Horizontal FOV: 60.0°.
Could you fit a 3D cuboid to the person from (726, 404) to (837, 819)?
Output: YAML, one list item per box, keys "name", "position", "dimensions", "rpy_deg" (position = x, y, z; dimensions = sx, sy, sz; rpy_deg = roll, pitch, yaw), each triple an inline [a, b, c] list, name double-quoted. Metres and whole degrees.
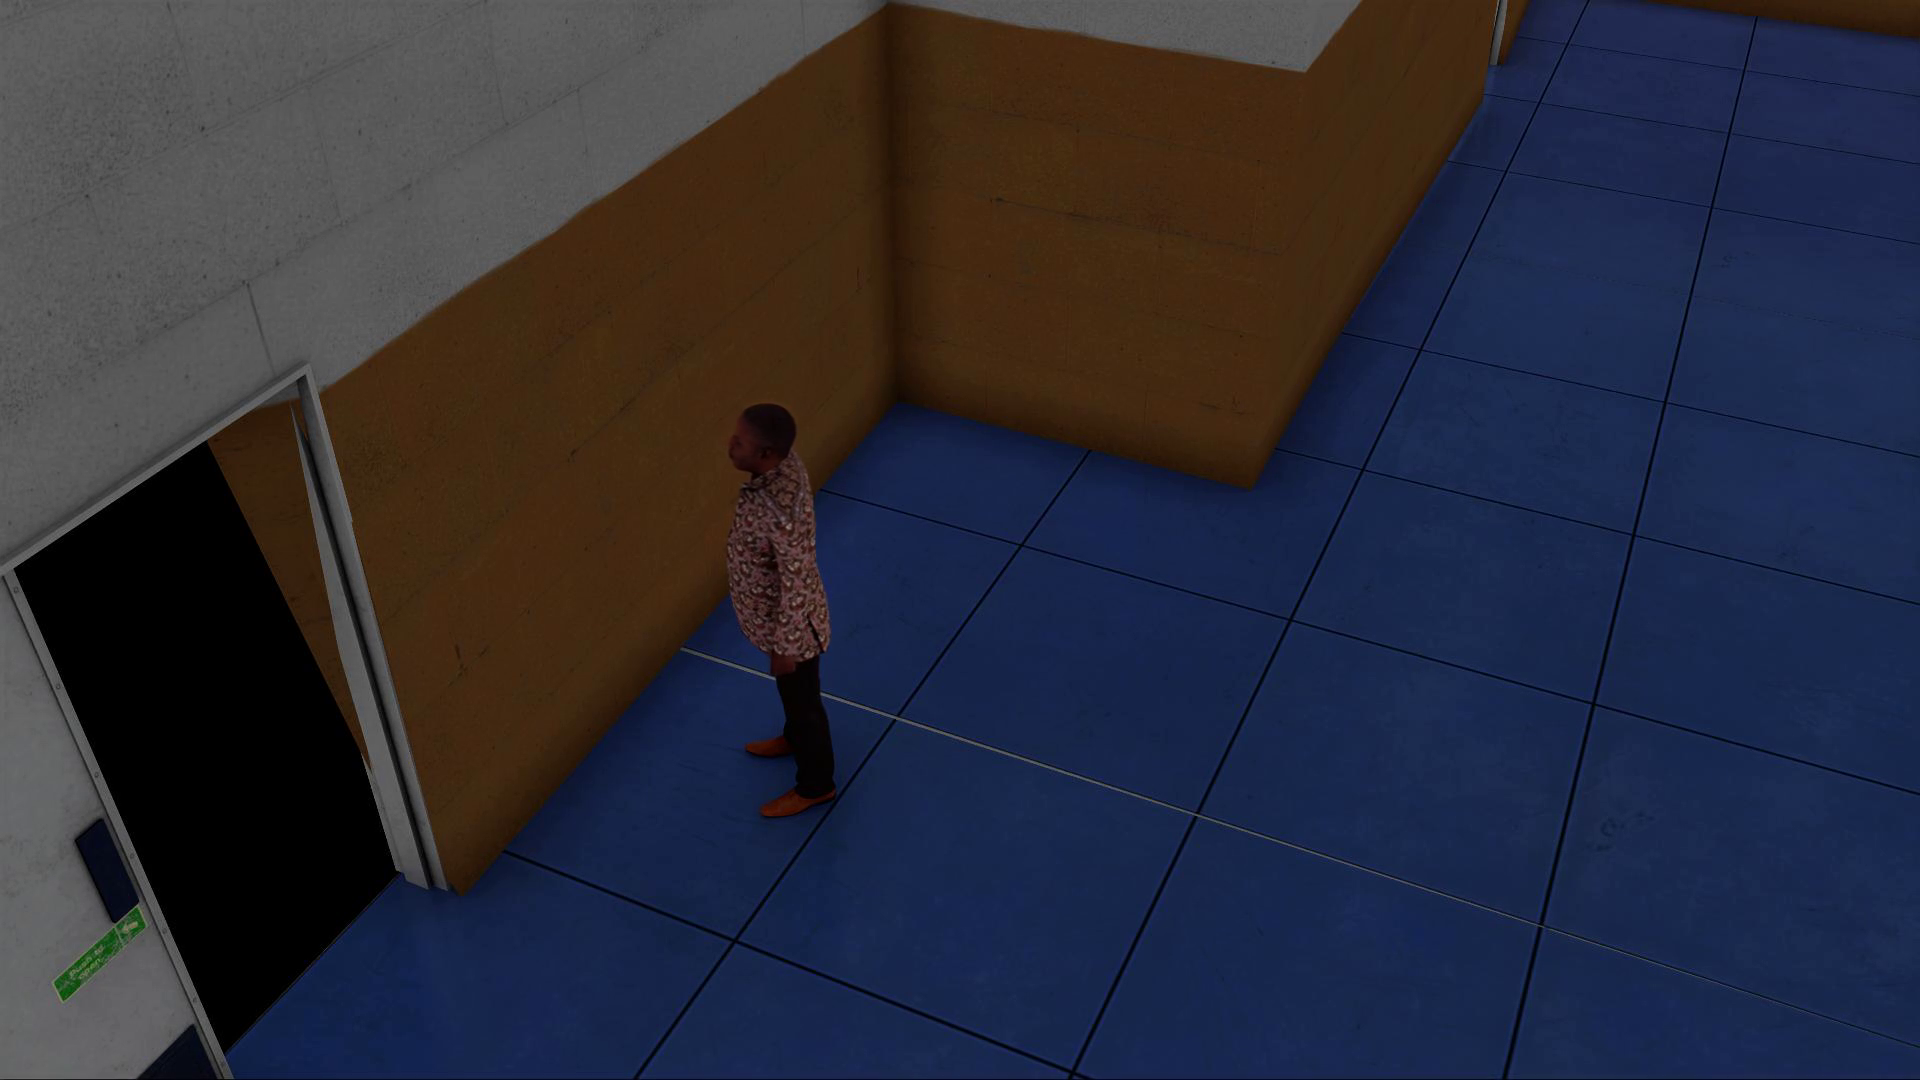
- name: "person"
  position: [-0.638, 0.257, 6.209]
  dimensions: [0.802, 1.807, 0.782]
  rpy_deg: [-6, 37, -8]
